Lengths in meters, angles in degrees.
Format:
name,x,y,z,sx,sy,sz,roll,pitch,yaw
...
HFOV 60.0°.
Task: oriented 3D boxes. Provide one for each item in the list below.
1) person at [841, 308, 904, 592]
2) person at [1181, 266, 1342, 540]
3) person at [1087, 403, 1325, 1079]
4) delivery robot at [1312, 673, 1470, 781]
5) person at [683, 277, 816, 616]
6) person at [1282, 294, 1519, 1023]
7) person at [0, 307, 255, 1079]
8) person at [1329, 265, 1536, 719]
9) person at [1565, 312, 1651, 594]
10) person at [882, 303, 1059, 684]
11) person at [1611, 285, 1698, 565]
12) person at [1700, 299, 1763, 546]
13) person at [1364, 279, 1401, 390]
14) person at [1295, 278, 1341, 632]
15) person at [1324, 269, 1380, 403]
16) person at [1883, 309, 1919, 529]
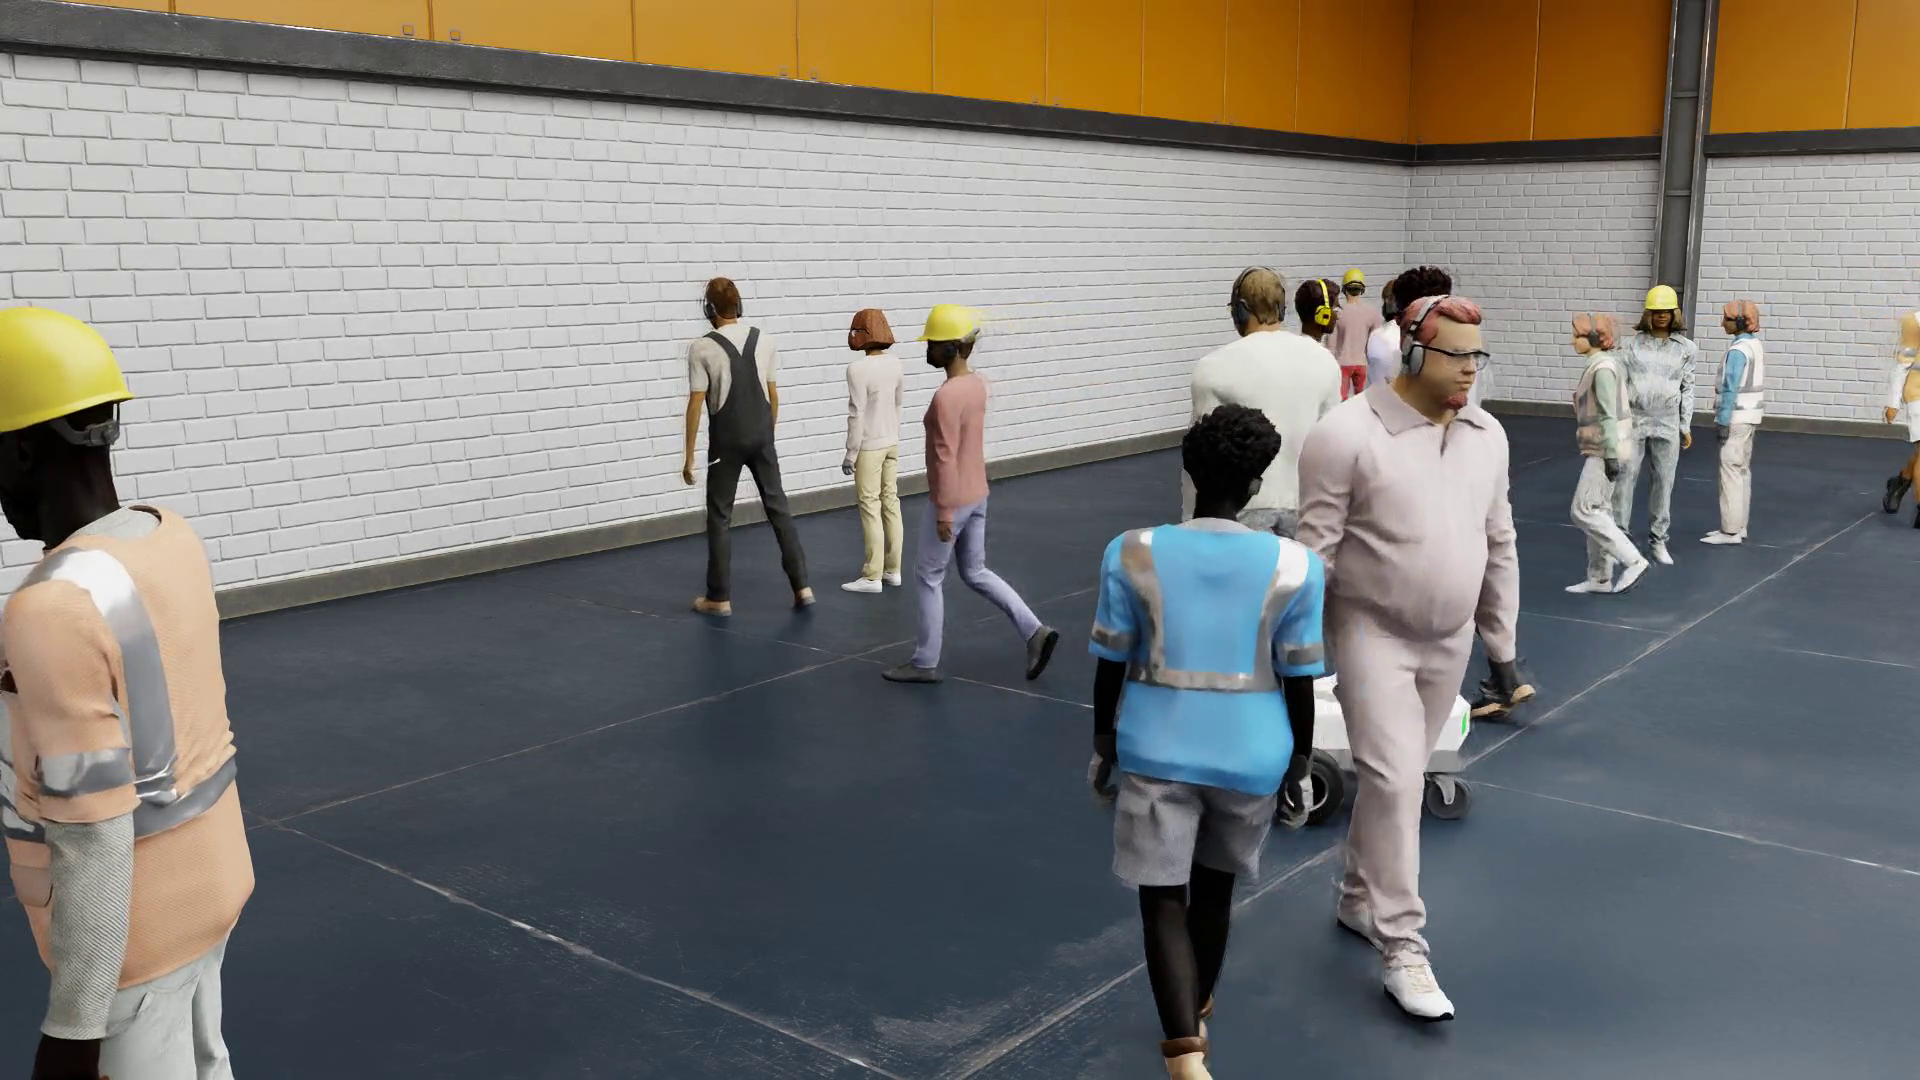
name,x,y,z,sx,sy,sz,roll,pitch,yaw
person,-0.506,-0.514,9.607,0.279,1.633,0.500,6,12,30
person,1.168,-0.130,6.692,0.653,1.914,0.680,-4,11,-20
person,0.559,0.528,3.793,0.537,1.661,0.763,1,10,4
delivery robot,1.431,0.644,5.921,0.707,0.478,0.477,0,10,1
person,-1.132,-0.488,8.948,0.731,1.821,0.527,-6,12,-29
person,1.263,0.299,4.442,0.669,1.869,0.853,-5,11,-24
person,-1.334,0.601,2.631,0.383,1.921,0.586,-2,10,-9
person,2.050,-0.197,7.077,0.648,1.929,0.933,-8,13,-39
person,3.632,-0.471,9.412,0.412,1.625,0.523,3,11,18
person,0.037,-0.189,7.475,0.748,1.741,0.530,4,11,21
person,4.322,-0.709,10.385,0.485,1.745,0.296,2,10,11
person,5.170,-0.777,11.072,0.310,1.634,0.522,8,13,36
person,2.707,-0.714,10.294,0.652,1.789,0.979,-6,12,-29
person,1.702,-0.399,8.428,0.901,1.833,0.514,-5,11,-25
person,3.520,-1.558,15.024,0.533,1.767,0.327,-2,10,-9
person,6.843,-1.035,11.800,0.588,1.898,0.869,-1,10,-4
